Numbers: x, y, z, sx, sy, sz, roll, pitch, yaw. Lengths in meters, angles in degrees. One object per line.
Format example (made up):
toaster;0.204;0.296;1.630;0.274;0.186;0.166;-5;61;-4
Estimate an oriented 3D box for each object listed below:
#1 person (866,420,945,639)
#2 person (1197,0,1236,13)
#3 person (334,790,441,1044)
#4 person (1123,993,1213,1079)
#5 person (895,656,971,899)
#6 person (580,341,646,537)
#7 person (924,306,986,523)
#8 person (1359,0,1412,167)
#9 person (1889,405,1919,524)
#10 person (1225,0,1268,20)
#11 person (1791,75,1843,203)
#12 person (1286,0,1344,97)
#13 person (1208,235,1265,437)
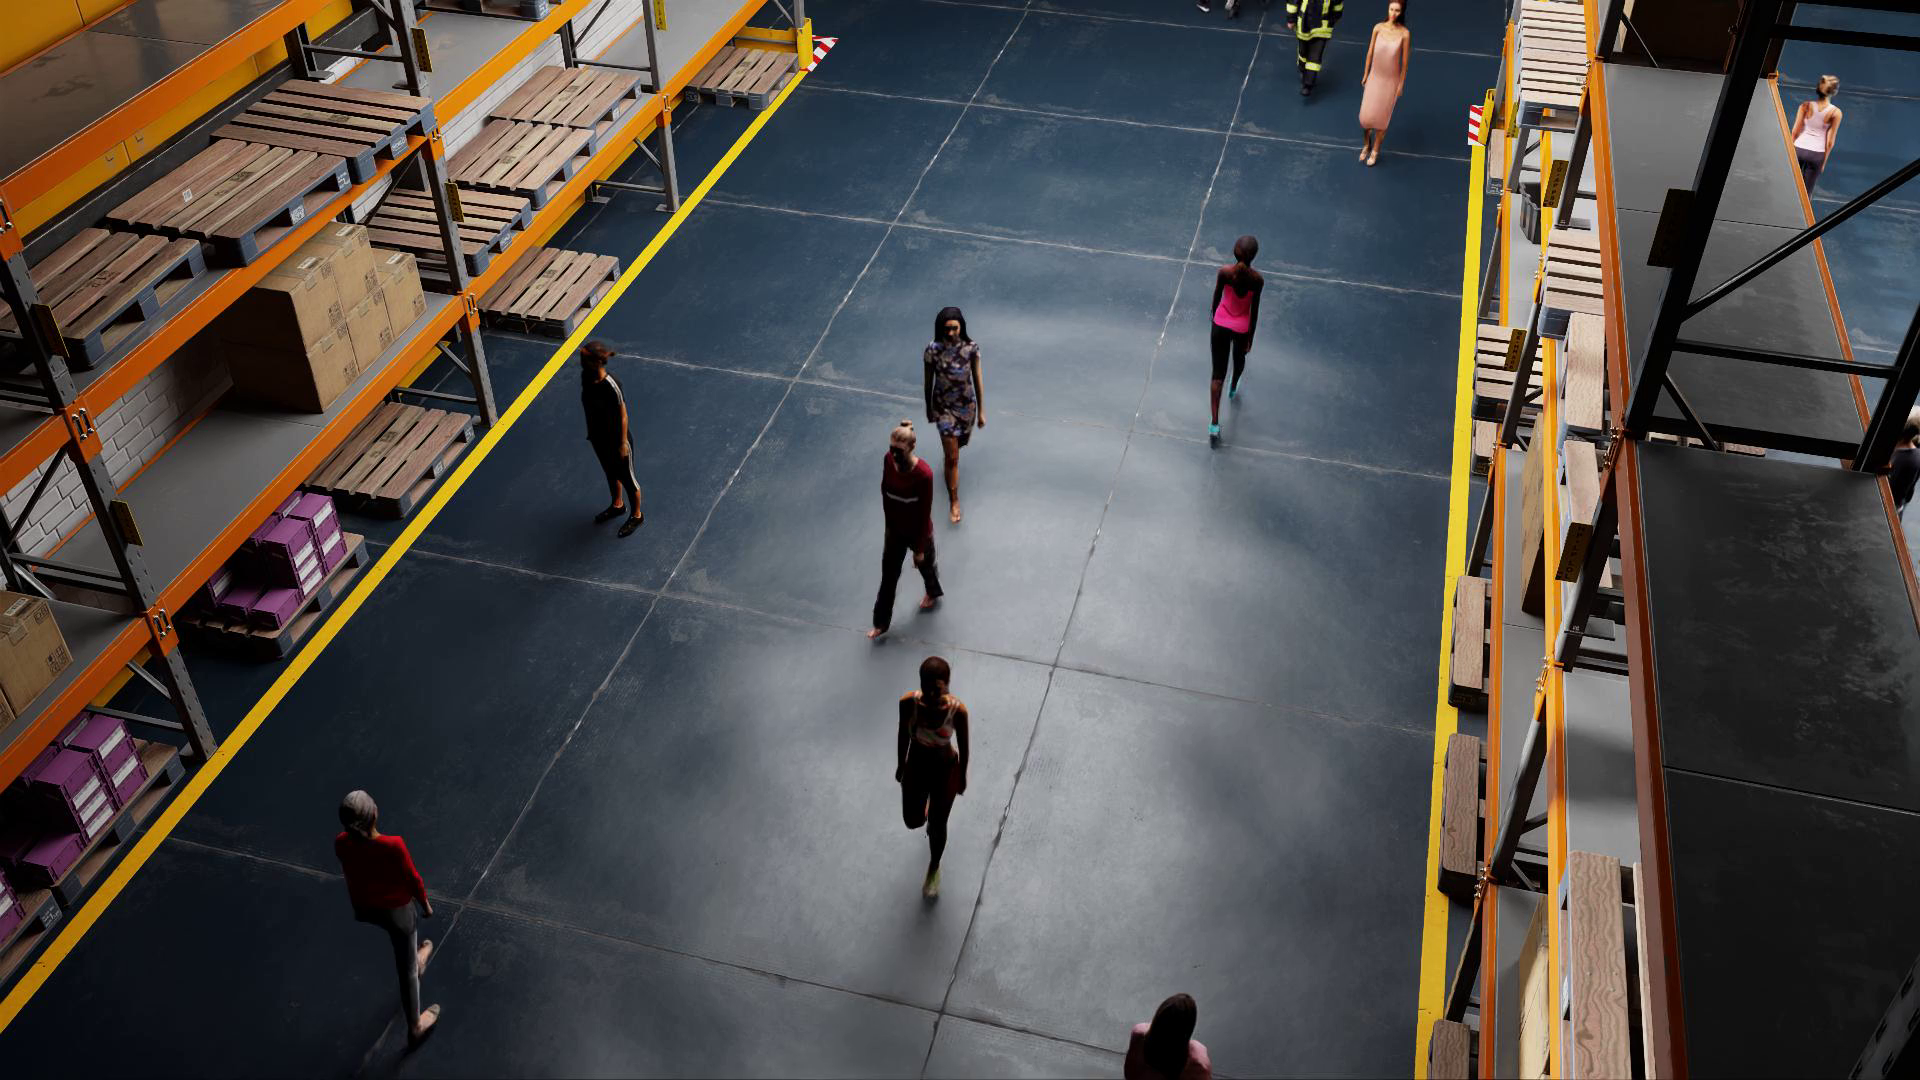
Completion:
person;-0.302;-0.125;11.685;0.846;1.662;1.104;21;43;24
person;3.303;-7.437;20.793;0.876;1.722;0.976;-17;42;-20
person;-3.119;2.054;8.955;0.652;1.663;0.913;7;39;8
person;0.985;2.765;8.047;0.673;1.687;0.658;25;45;27
person;-0.146;1.311;9.792;0.594;1.782;0.795;9;39;11
person;-2.630;-0.795;12.519;0.650;1.668;0.641;29;47;31
person;-0.039;-1.060;12.826;0.911;1.700;1.182;-7;39;-8
person;4.473;-4.829;17.445;0.661;1.826;0.646;18;42;21
person;6.478;-0.213;11.746;0.657;1.725;0.617;-2;39;-3
person;3.684;-7.303;20.755;1.073;1.561;0.941;-27;46;-30
person;8.271;-3.759;16.245;0.637;1.650;0.640;25;45;28
person;4.070;-6.028;18.960;0.855;1.808;1.172;12;40;14
person;2.196;-1.642;13.577;0.571;1.673;1.171;8;39;10
